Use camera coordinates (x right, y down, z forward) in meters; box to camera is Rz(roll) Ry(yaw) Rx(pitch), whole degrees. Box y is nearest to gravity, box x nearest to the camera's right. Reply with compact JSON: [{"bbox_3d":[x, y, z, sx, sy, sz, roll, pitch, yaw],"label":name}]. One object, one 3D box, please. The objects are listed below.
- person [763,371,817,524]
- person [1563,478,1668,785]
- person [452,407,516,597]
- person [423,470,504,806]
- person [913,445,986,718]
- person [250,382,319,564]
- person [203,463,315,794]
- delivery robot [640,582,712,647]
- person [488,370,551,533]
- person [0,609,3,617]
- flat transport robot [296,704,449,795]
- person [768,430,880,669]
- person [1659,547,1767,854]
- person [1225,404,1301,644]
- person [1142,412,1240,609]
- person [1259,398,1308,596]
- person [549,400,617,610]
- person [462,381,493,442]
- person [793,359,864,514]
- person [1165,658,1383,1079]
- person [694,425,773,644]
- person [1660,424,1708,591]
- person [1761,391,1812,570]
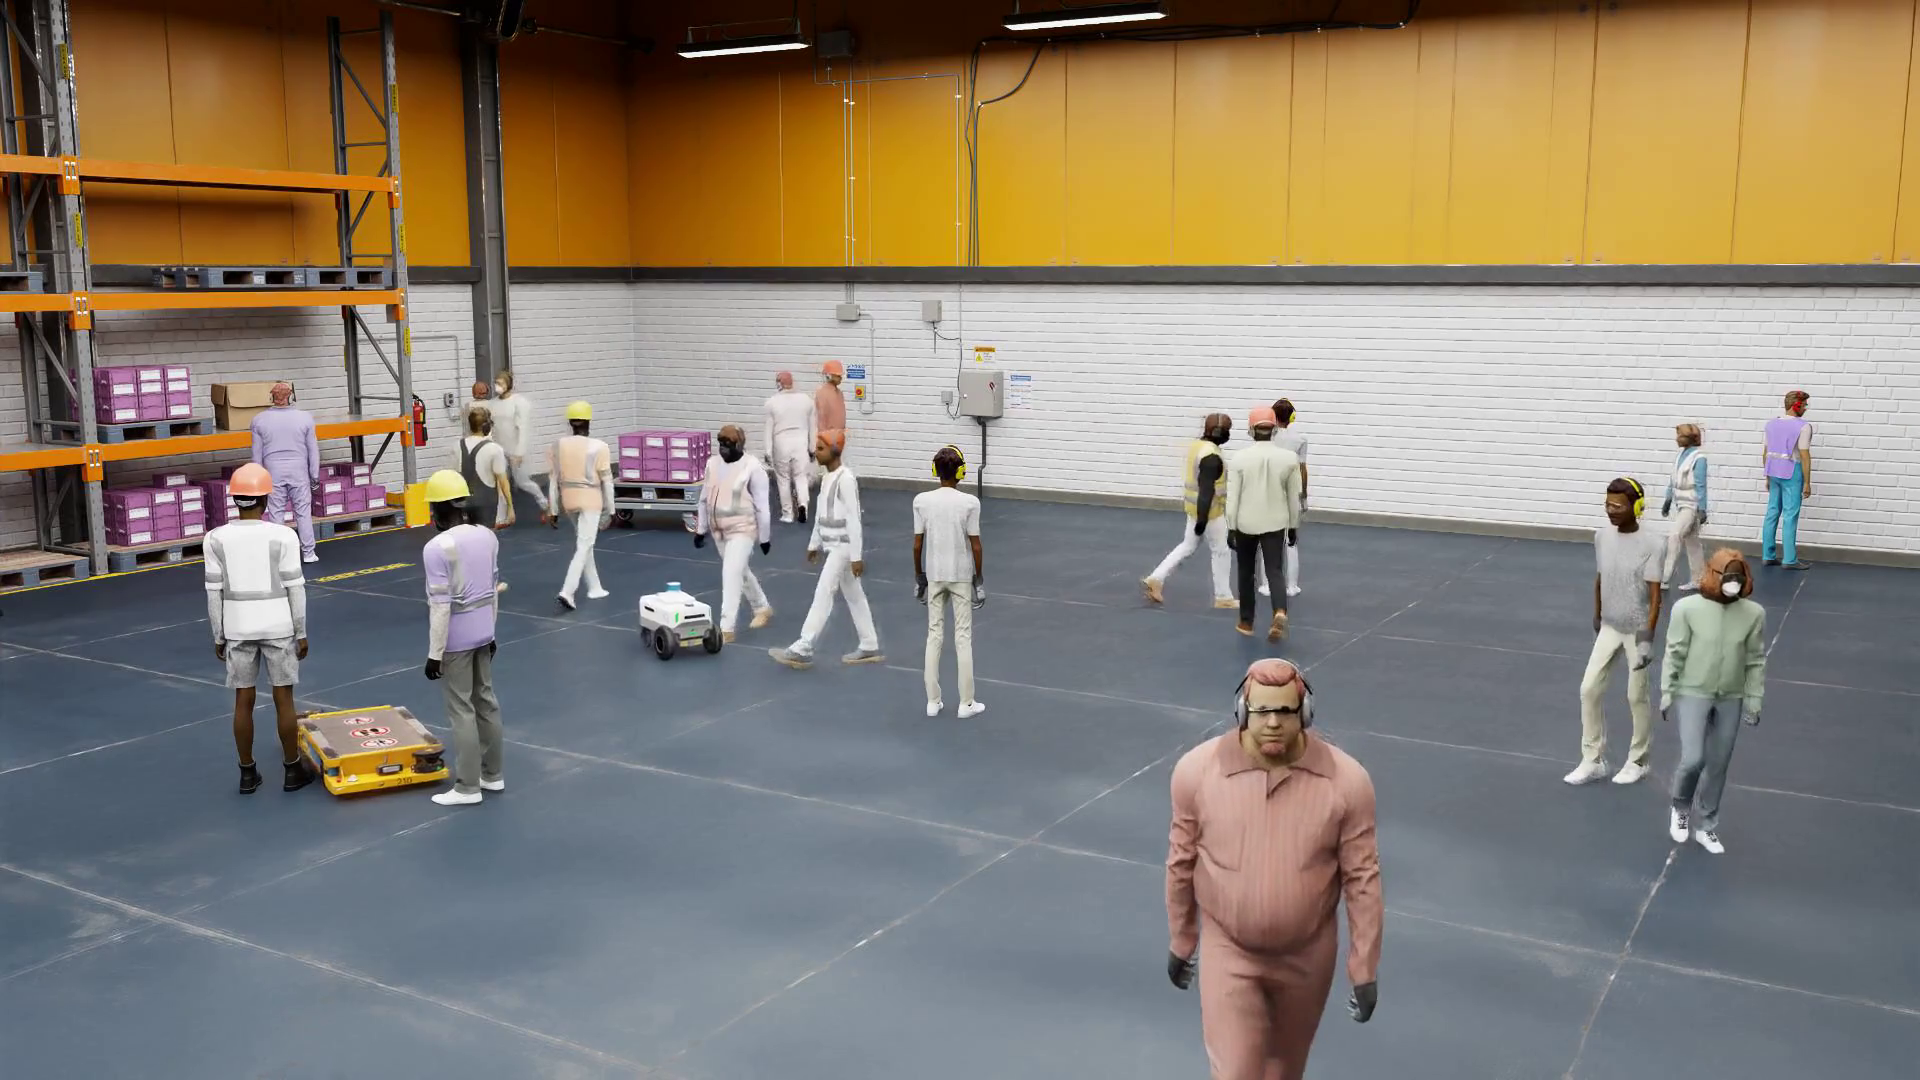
[{"bbox_3d":[-2.032,-1.098,20.030,0.657,1.874,0.659,-3,10,-20],"label":"person"},{"bbox_3d":[3.867,0.557,9.749,0.707,1.842,0.544,-7,11,-36],"label":"person"},{"bbox_3d":[-4.318,-0.315,15.288,0.524,1.815,0.795,3,10,19],"label":"person"},{"bbox_3d":[-2.866,0.557,9.507,0.385,1.922,0.594,3,10,19],"label":"person"},{"bbox_3d":[-0.068,0.287,11.377,0.510,1.867,0.329,3,10,17],"label":"person"},{"bbox_3d":[-7.008,-0.684,17.312,0.652,1.906,0.402,-3,10,-20],"label":"person"},{"bbox_3d":[-4.082,0.519,9.701,0.543,1.939,0.359,-1,9,-8],"label":"person"},{"bbox_3d":[-2.280,0.584,13.309,0.477,0.478,0.707,-6,11,-35],"label":"delivery robot"},{"bbox_3d":[-5.260,-1.061,19.666,0.628,1.913,0.883,4,10,25],"label":"person"},{"bbox_3d":[-8.723,-0.249,14.494,0.547,1.938,0.377,1,9,4],"label":"person"},{"bbox_3d":[-3.664,1.258,10.274,0.652,0.197,1.431,-5,11,-30],"label":"flat transport robot"},{"bbox_3d":[-1.044,0.076,12.770,0.969,1.833,0.607,-3,9,-15],"label":"person"},{"bbox_3d":[3.928,0.841,8.667,0.529,1.620,0.348,0,9,0],"label":"person"},{"bbox_3d":[2.501,-0.132,13.683,0.631,1.966,0.875,0,9,-3],"label":"person"},{"bbox_3d":[2.126,-0.257,14.994,0.896,1.806,0.656,-1,9,-5],"label":"person"},{"bbox_3d":[3.011,-0.401,15.662,0.535,1.868,0.309,1,9,9],"label":"person"},{"bbox_3d":[-3.464,-0.323,15.145,0.594,1.895,0.974,3,10,18],"label":"person"},{"bbox_3d":[-6.204,-1.247,21.644,0.512,1.642,0.312,-2,9,-10],"label":"person"},{"bbox_3d":[-1.680,-1.302,21.006,0.903,1.964,0.631,4,10,26],"label":"person"},{"bbox_3d":[0.984,1.275,5.246,0.663,1.857,0.990,1,9,7],"label":"person"},{"bbox_3d":[-1.830,-0.078,13.872,0.621,1.805,0.927,7,12,38],"label":"person"},{"bbox_3d":[6.821,-0.299,15.823,0.754,1.608,0.541,0,9,2],"label":"person"},{"bbox_3d":[8.475,-0.612,17.074,0.388,1.837,0.563,-3,10,-19],"label":"person"}]
